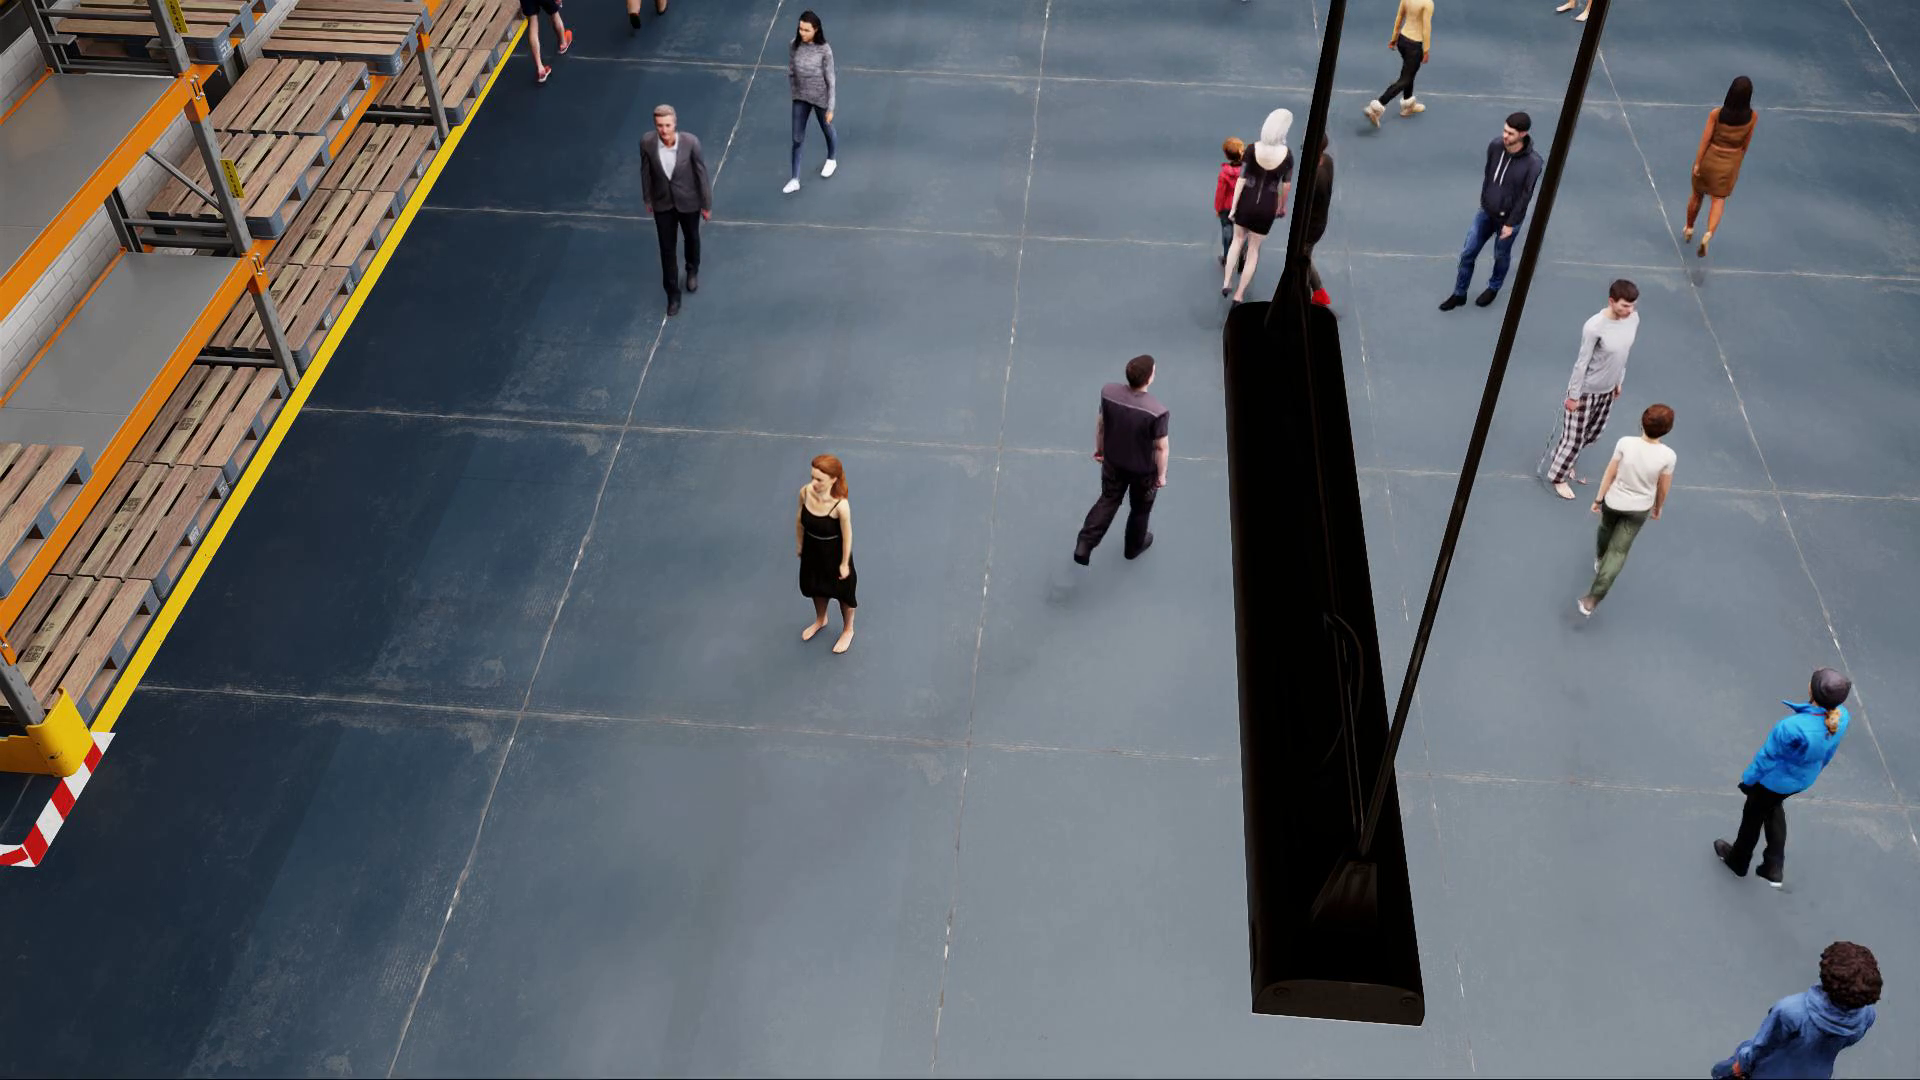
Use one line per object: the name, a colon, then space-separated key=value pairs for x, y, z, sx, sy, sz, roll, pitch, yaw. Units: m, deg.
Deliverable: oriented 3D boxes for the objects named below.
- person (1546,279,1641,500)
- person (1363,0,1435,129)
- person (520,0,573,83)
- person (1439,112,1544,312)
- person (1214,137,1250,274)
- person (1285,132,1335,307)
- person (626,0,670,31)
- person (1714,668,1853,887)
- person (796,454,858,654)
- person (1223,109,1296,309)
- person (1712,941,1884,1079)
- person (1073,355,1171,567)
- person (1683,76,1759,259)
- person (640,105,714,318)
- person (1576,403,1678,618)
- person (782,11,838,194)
person: x=4.637 y=-1.160 z=12.209 sx=0.785 sy=1.856 sz=0.837 roll=-19 pitch=47 yaw=-19
person: x=4.322 y=-4.789 z=16.182 sx=0.989 sy=1.631 sz=1.074 roll=-17 pitch=46 yaw=-17
person: x=-4.320 y=-5.537 z=16.844 sx=0.692 sy=1.802 sz=1.136 roll=4 pitch=44 yaw=4
person: x=4.586 y=-2.755 z=13.878 sx=1.022 sy=1.864 sz=0.958 roll=-32 pitch=52 yaw=-29
person: x=2.408 y=-2.855 z=14.394 sx=0.663 sy=1.297 sz=0.776 roll=-11 pitch=45 yaw=-11
person: x=2.933 y=-2.563 z=13.731 sx=0.878 sy=1.791 sz=0.787 roll=16 pitch=46 yaw=16
person: x=-3.427 y=-6.359 z=17.695 sx=0.678 sy=1.818 sz=1.078 roll=3 pitch=44 yaw=3
person: x=4.771 y=1.435 z=9.534 sx=0.745 sy=1.790 sz=0.822 roll=-9 pitch=44 yaw=-9
person: x=-0.878 y=0.075 z=11.081 sx=0.658 sy=1.625 sz=0.692 roll=22 pitch=48 yaw=21
person: x=2.451 y=-2.709 z=13.880 sx=0.671 sy=1.795 sz=0.688 roll=2 pitch=44 yaw=2
person: x=4.127 y=2.648 z=8.253 sx=0.700 sy=1.801 sz=0.652 roll=0 pitch=44 yaw=0
person: x=1.135 y=-0.486 z=11.522 sx=1.022 sy=1.828 sz=1.139 roll=29 pitch=51 yaw=27
person: x=6.618 y=-3.213 z=14.497 sx=0.676 sy=1.674 sz=0.985 roll=10 pitch=45 yaw=10
person: x=-2.390 y=-2.901 z=14.069 sx=0.867 sy=1.812 sz=1.078 roll=-3 pitch=44 yaw=-4
person: x=4.527 y=-0.183 z=11.357 sx=0.906 sy=1.619 sz=1.195 roll=21 pitch=47 yaw=20
person: x=-1.314 y=-4.129 z=15.439 sx=0.823 sy=1.701 sz=1.095 roll=14 pitch=45 yaw=15
